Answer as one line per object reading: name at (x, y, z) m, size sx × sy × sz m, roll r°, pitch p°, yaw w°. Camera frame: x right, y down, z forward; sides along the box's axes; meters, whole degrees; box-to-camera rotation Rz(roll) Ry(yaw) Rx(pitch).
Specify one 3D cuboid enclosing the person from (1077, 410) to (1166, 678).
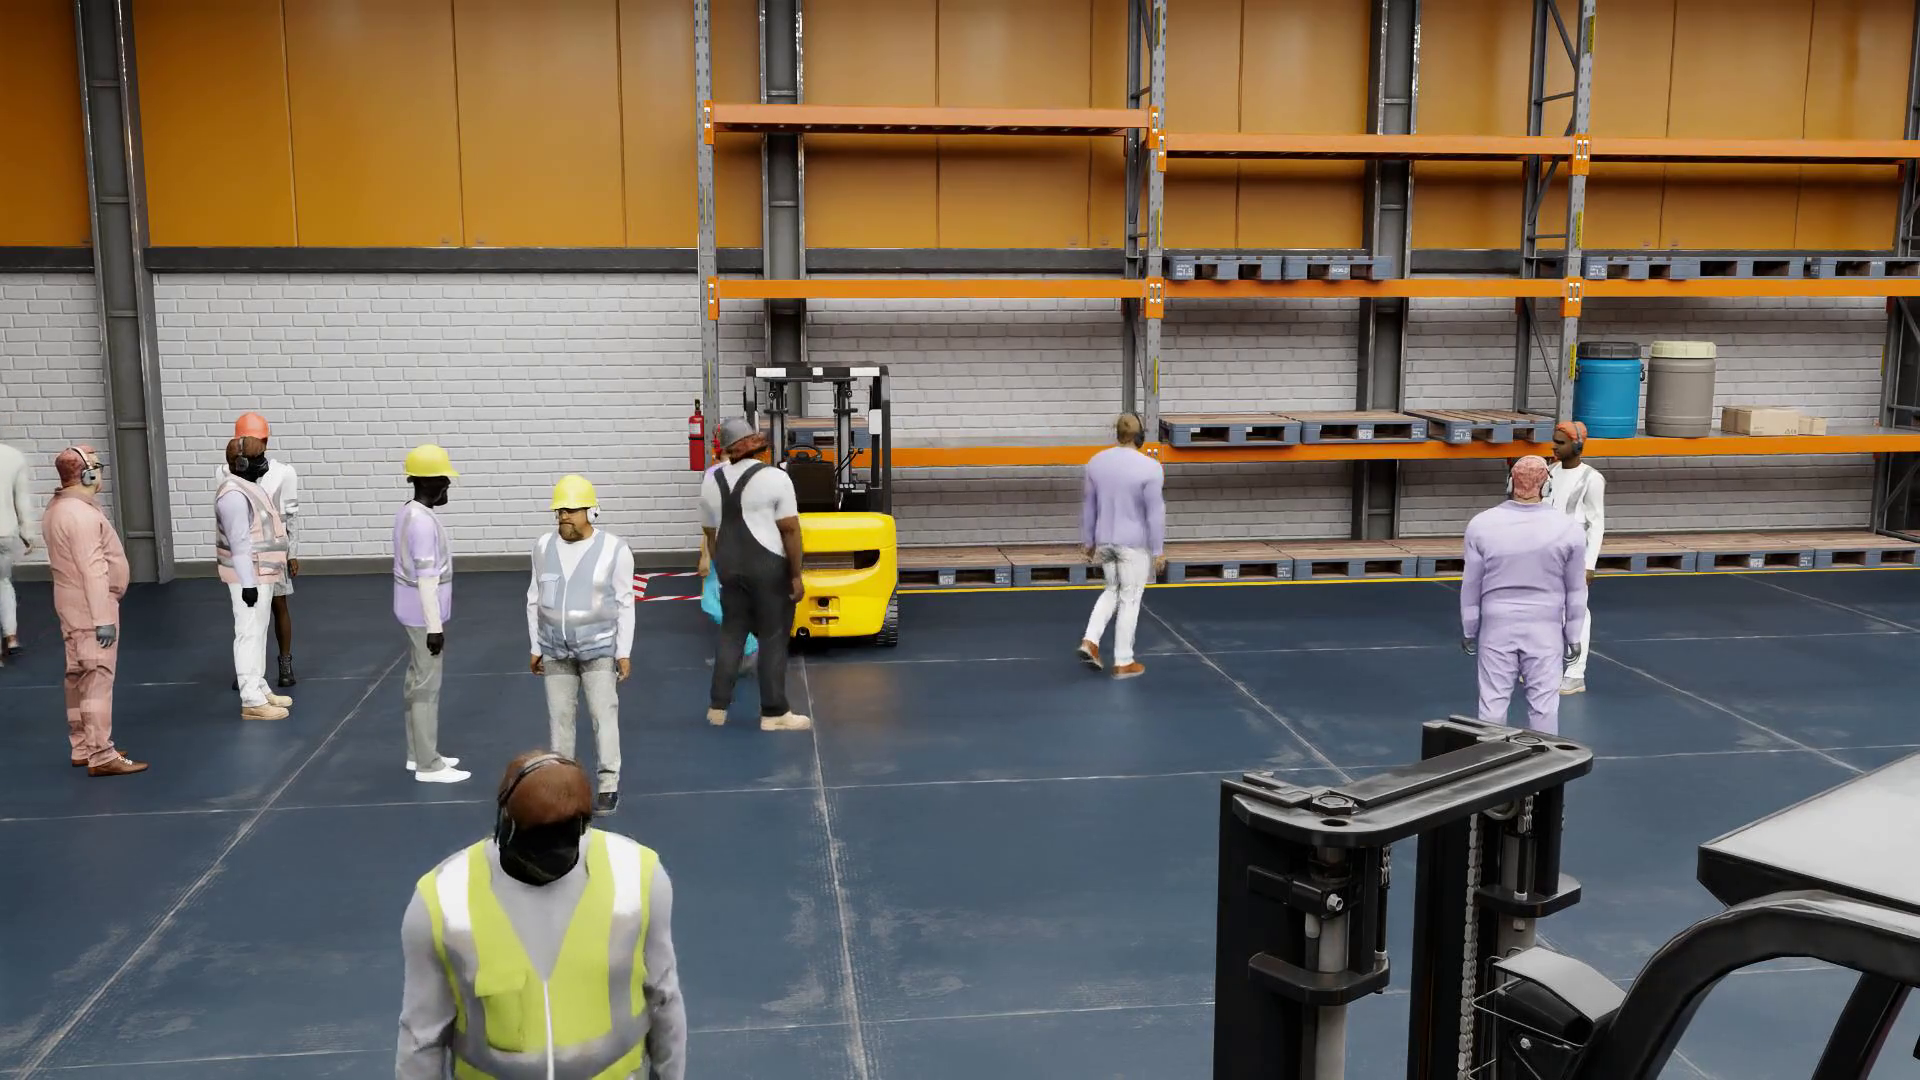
person at (1.142, 0.042, 11.841) m, size 0.477 × 1.926 × 0.639 m, roll -9°, pitch 13°, yaw -44°

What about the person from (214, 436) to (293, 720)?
person at (-4.595, 0.241, 10.838) m, size 0.429 × 1.844 × 0.626 m, roll -3°, pitch 9°, yaw -16°

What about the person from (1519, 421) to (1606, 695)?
person at (4.174, 0.119, 11.470) m, size 0.359 × 1.883 × 0.573 m, roll -3°, pitch 10°, yaw -18°

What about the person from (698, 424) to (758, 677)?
person at (-1.639, 0.078, 11.885) m, size 0.612 × 1.826 × 0.630 m, roll 5°, pitch 10°, yaw 28°

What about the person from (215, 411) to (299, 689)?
person at (-4.882, 0.073, 11.583) m, size 0.545 × 1.940 × 0.352 m, roll -2°, pitch 9°, yaw -15°

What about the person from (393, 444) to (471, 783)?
person at (-3.024, 0.415, 9.486) m, size 0.388 × 1.926 × 0.590 m, roll -4°, pitch 10°, yaw -24°

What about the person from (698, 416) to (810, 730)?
person at (-1.292, 0.187, 10.557) m, size 0.770 × 2.000 × 0.534 m, roll 6°, pitch 11°, yaw 32°

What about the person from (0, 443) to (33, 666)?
person at (-7.195, -0.022, 12.236) m, size 0.457 × 1.918 × 0.649 m, roll 7°, pitch 12°, yaw 38°

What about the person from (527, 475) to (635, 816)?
person at (-2.027, 0.562, 8.857) m, size 0.589 × 1.834 × 0.403 m, roll 1°, pitch 9°, yaw 9°

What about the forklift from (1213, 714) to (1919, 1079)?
forklift at (1.441, 1.425, 2.350) m, size 1.214 × 2.155 × 2.313 m, roll -7°, pitch 12°, yaw -39°

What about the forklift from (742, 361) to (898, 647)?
forklift at (-1.154, -0.340, 13.365) m, size 1.214 × 2.155 × 2.313 m, roll -1°, pitch 9°, yaw -7°

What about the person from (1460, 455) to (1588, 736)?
person at (3.075, 0.487, 9.102) m, size 0.652 × 1.906 × 0.402 m, roll 4°, pitch 10°, yaw 22°

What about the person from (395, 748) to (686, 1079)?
person at (-0.963, 1.374, 3.882) m, size 0.668 × 1.795 × 0.838 m, roll -2°, pitch 9°, yaw -13°

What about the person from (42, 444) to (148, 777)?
person at (-5.001, 0.405, 9.599) m, size 0.409 × 1.912 × 0.649 m, roll -8°, pitch 12°, yaw -42°
